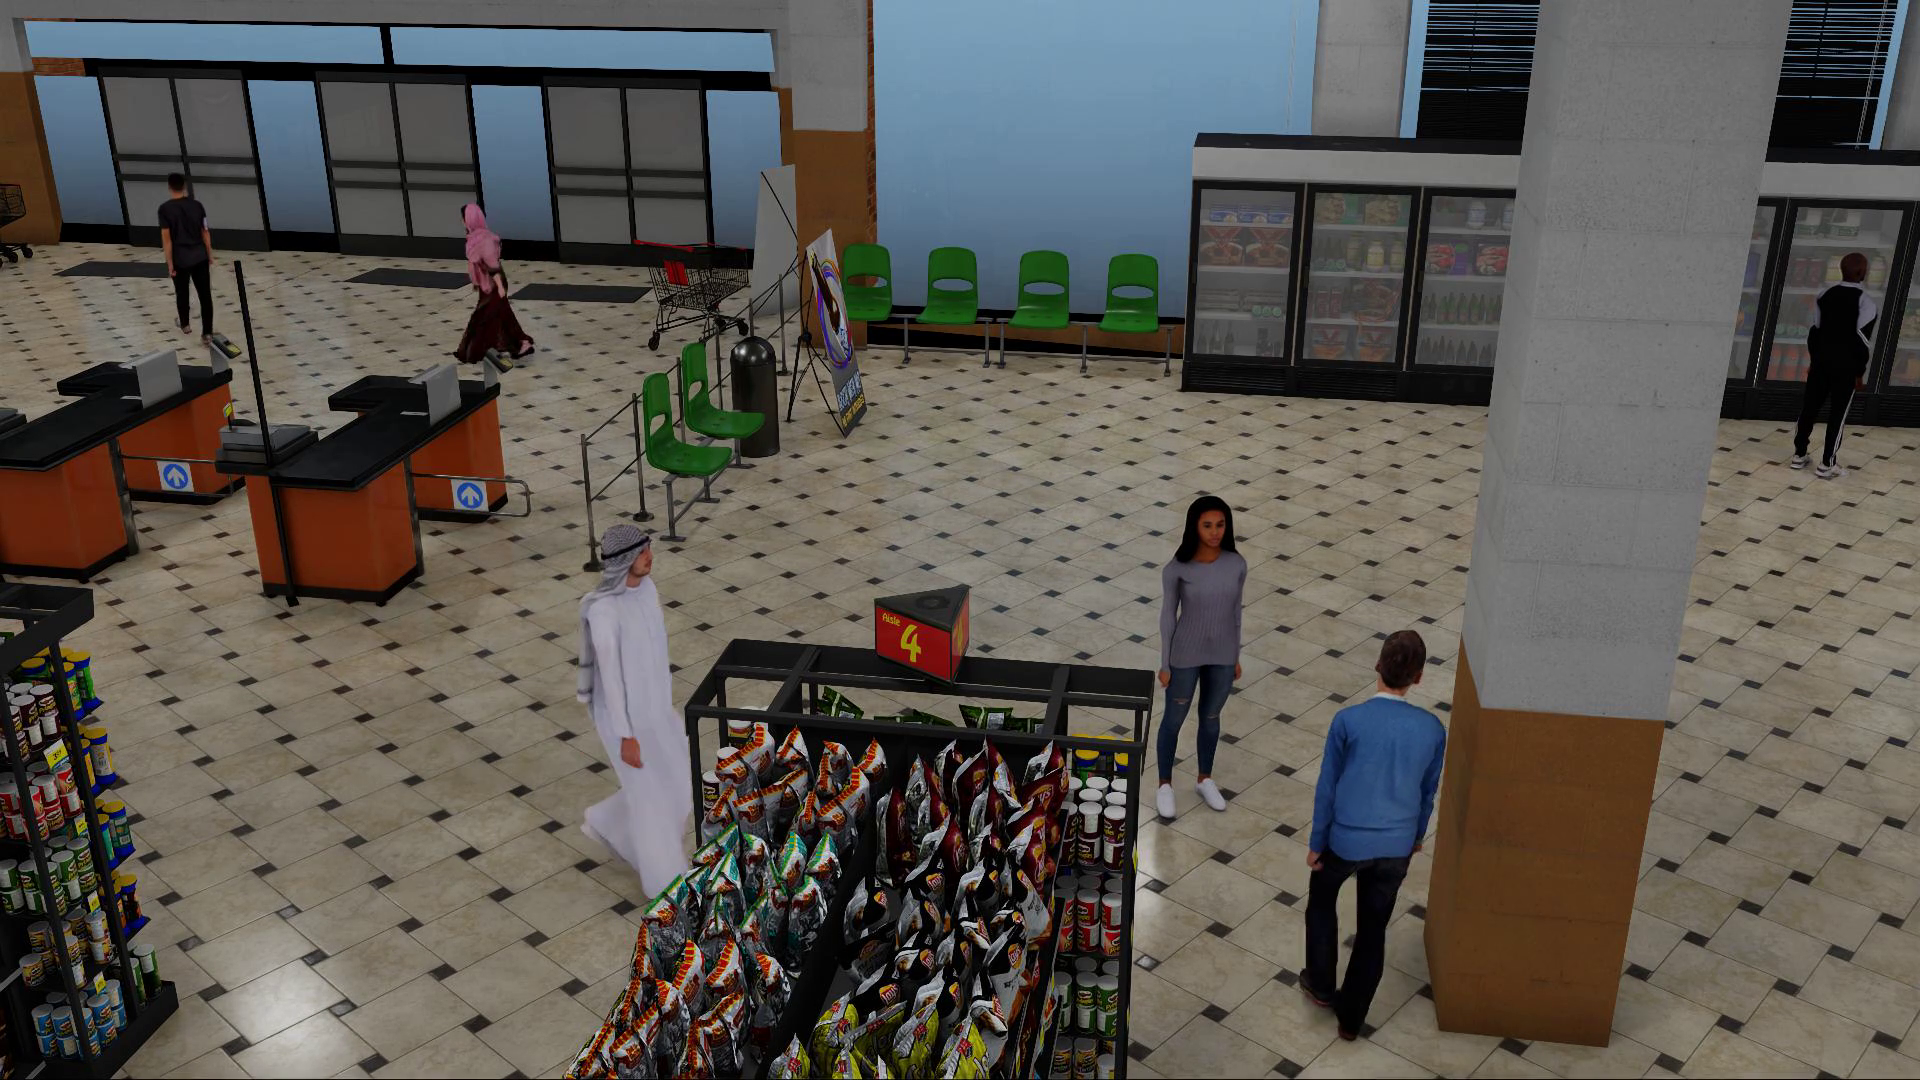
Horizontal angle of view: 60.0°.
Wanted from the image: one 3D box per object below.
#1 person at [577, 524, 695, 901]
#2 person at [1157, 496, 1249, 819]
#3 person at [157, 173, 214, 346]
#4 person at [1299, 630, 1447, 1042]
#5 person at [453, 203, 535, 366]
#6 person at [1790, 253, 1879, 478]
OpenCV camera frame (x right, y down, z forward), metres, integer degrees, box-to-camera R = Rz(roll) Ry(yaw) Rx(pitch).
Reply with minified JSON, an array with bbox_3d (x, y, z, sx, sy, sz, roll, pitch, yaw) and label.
[{"bbox_3d":[-1.558,0.819,7.740,0.837,1.910,0.923,7,23,16],"label":"person"},{"bbox_3d":[1.232,0.591,8.544,0.674,1.735,0.654,-5,22,-12],"label":"person"},{"bbox_3d":[-7.904,-2.849,17.122,1.101,1.722,1.132,-17,27,-35],"label":"person"},{"bbox_3d":[1.693,1.265,6.794,0.732,1.789,0.724,0,22,0],"label":"person"},{"bbox_3d":[-4.560,-2.521,16.487,1.078,1.586,1.084,-13,25,-30],"label":"person"},{"bbox_3d":[7.065,-1.424,13.433,0.795,1.828,0.709,-12,25,-27],"label":"person"}]
